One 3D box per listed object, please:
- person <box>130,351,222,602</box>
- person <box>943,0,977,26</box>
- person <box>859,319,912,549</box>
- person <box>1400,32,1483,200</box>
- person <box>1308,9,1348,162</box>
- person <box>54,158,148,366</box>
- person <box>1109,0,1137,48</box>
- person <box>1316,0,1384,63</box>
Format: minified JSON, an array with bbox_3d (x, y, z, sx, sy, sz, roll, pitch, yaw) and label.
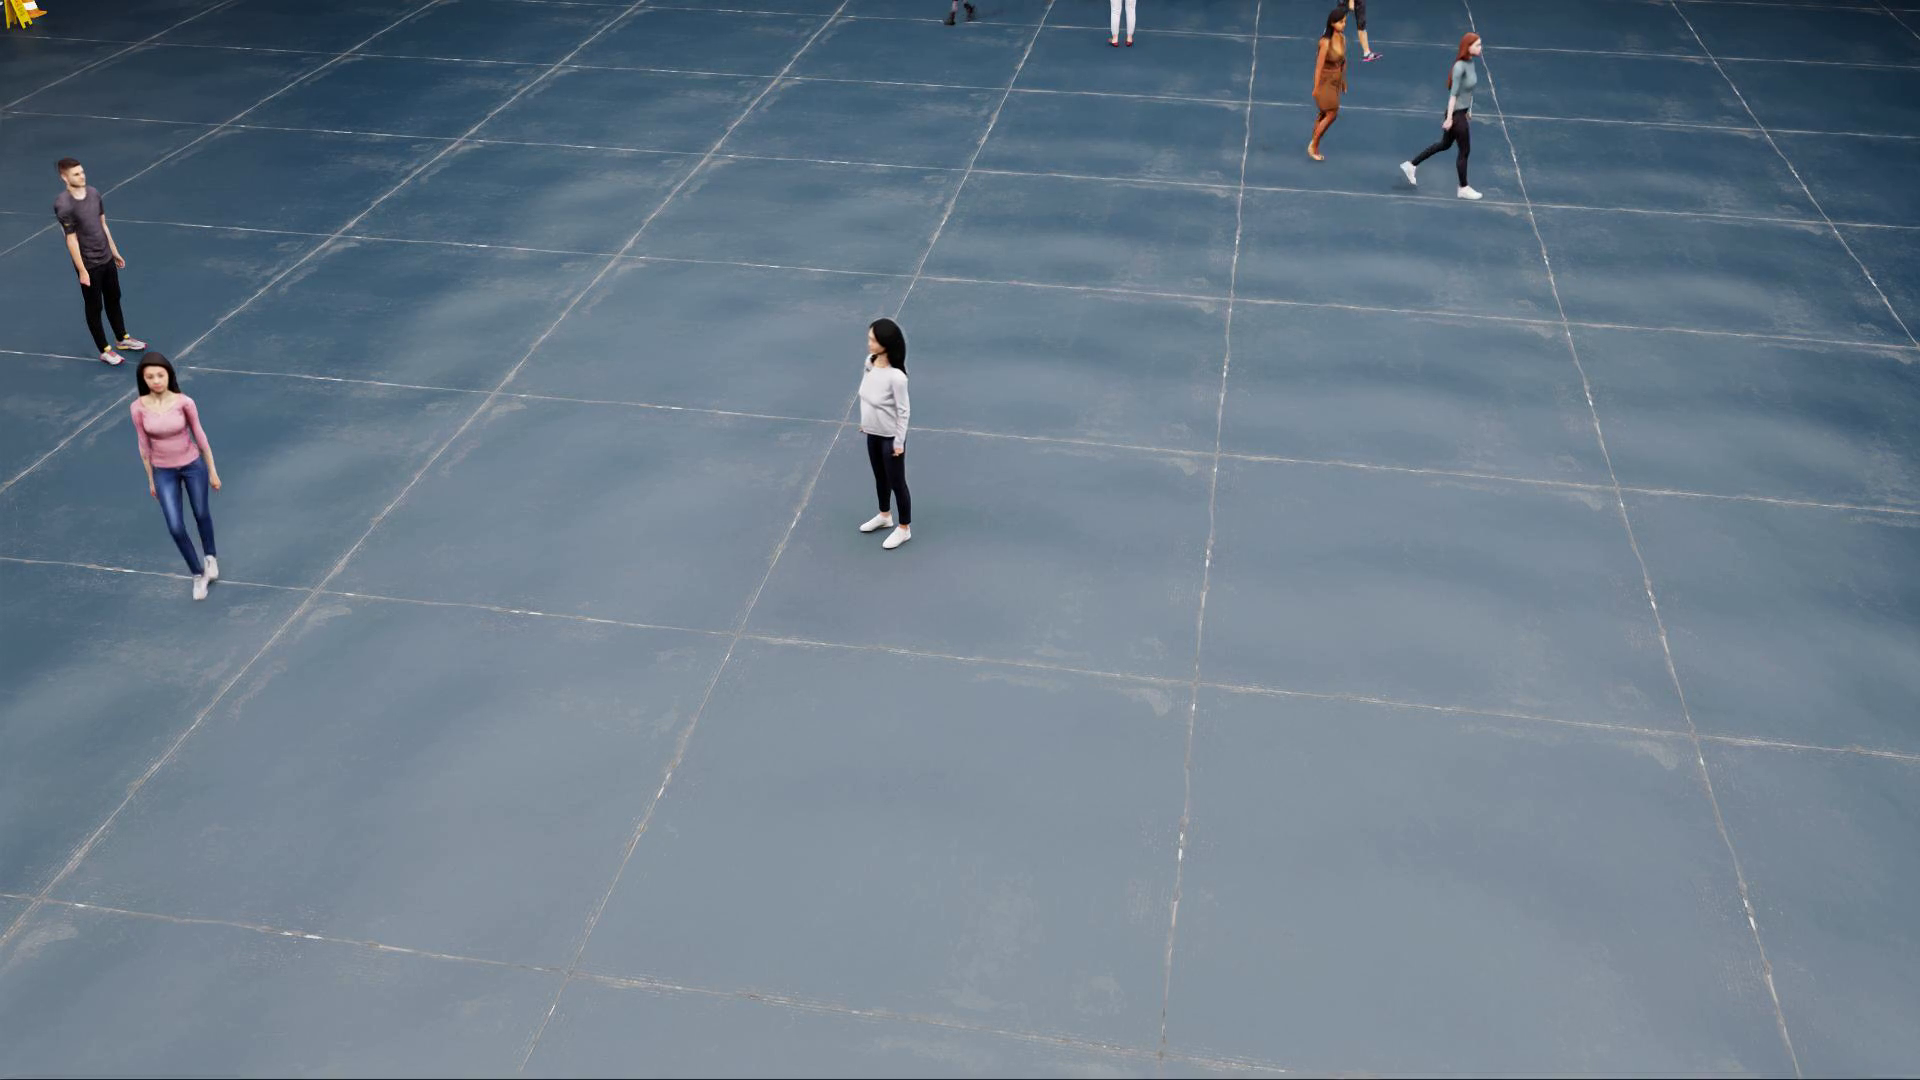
[{"bbox_3d":[-5.200,-0.494,11.103,0.825,1.728,0.853,-11,34,-16],"label":"person"},{"bbox_3d":[0.006,-7.877,23.246,0.873,1.261,0.856,-25,40,-34],"label":"person"},{"bbox_3d":[-0.505,-0.749,11.534,0.762,1.700,0.692,-22,39,-31],"label":"person"},{"bbox_3d":[5.103,-4.419,17.338,1.199,1.716,0.855,17,36,25],"label":"person"},{"bbox_3d":[3.973,-4.997,18.289,0.719,1.679,0.672,23,39,32],"label":"person"},{"bbox_3d":[-7.311,-2.371,14.046,0.546,1.763,0.657,8,33,13],"label":"person"},{"bbox_3d":[2.184,-7.410,22.178,0.557,1.611,0.707,-2,32,-3],"label":"person"},{"bbox_3d":[4.953,-7.030,21.507,1.211,1.683,0.985,25,40,34],"label":"person"}]
